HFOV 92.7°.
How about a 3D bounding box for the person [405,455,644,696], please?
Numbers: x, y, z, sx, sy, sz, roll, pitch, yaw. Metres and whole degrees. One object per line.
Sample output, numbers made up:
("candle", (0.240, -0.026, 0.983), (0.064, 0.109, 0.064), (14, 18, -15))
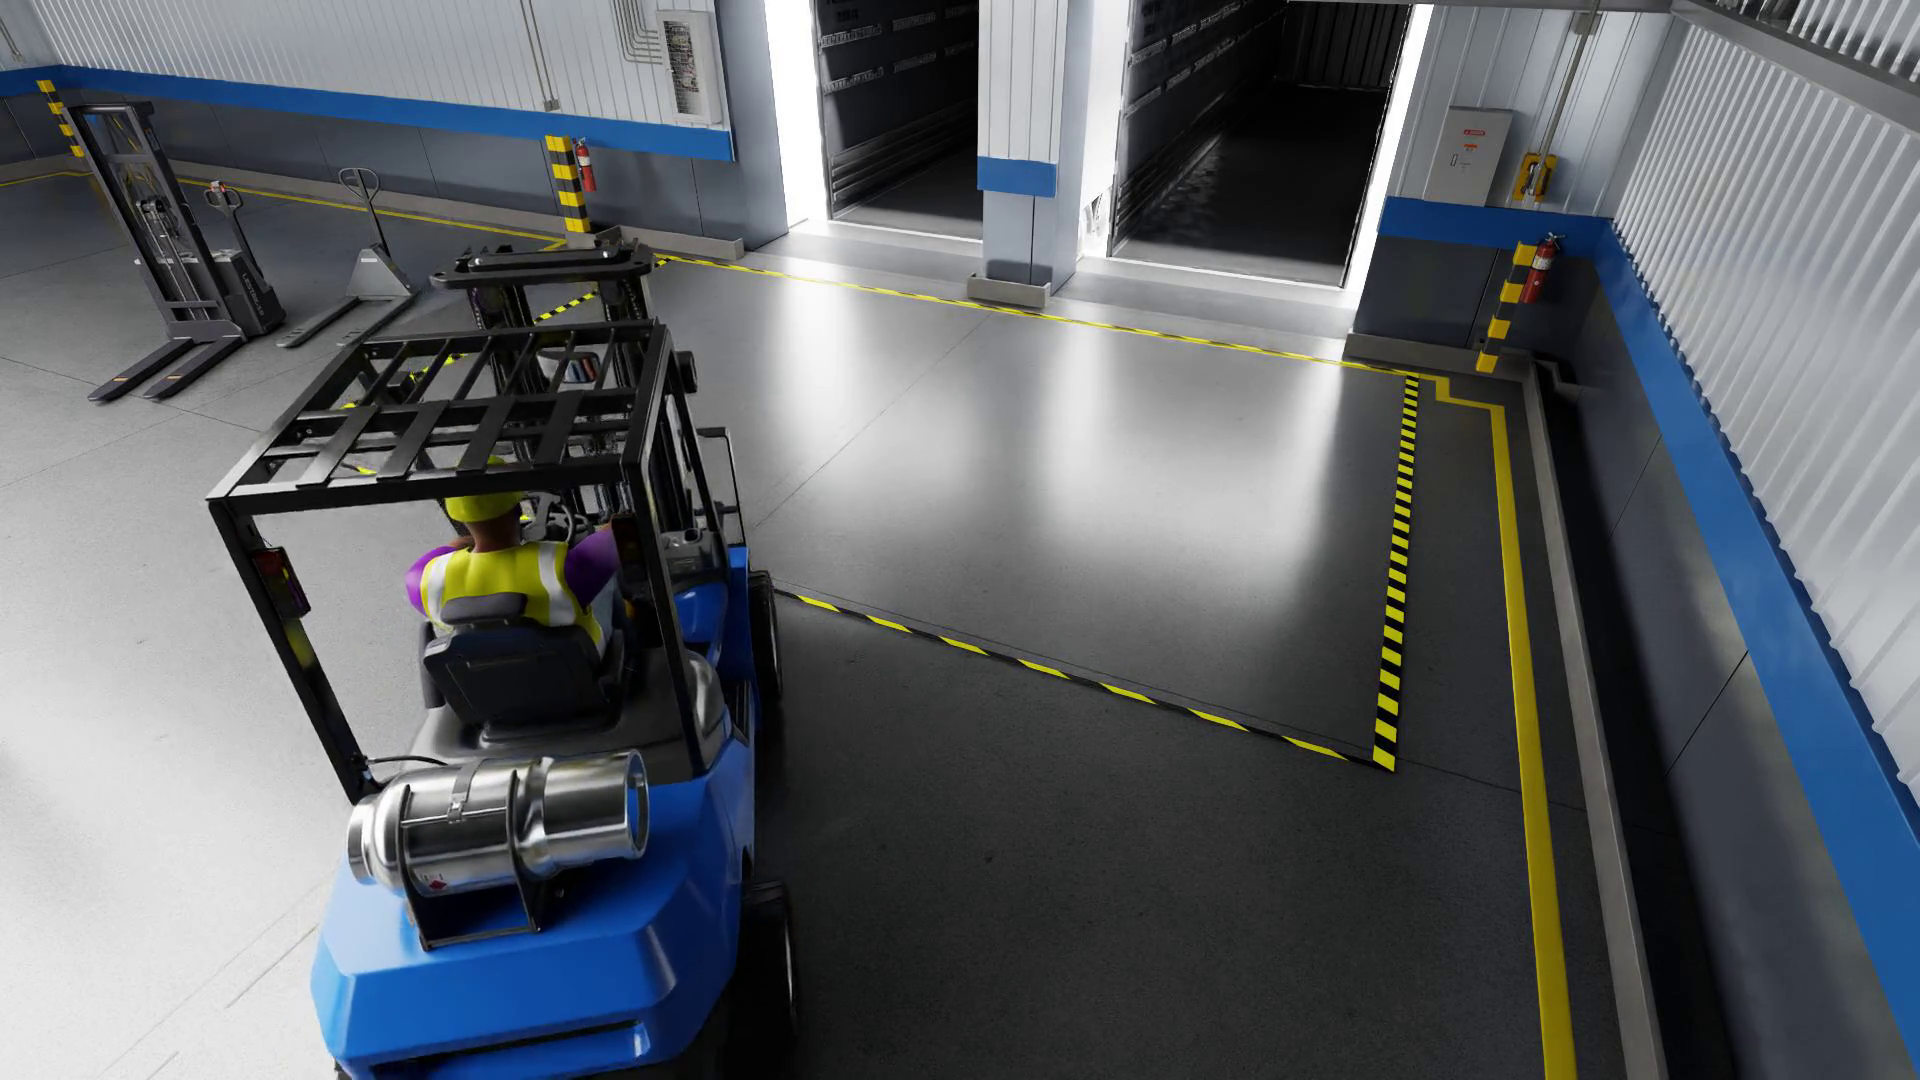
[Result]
("person", (-1.415, 0.113, 3.222), (0.635, 1.294, 1.004), (-6, 35, -8))

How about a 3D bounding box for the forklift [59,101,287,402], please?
("forklift", (-6.686, -2.387, 7.434), (0.823, 1.965, 1.885), (-3, 35, -5))

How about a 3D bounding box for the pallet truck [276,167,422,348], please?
("pallet truck", (-5.732, -2.611, 8.414), (0.680, 1.201, 1.601), (-1, 35, -1))

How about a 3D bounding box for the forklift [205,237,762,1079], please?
("forklift", (-1.411, 0.300, 3.280), (1.157, 2.036, 2.680), (-6, 35, -8))
